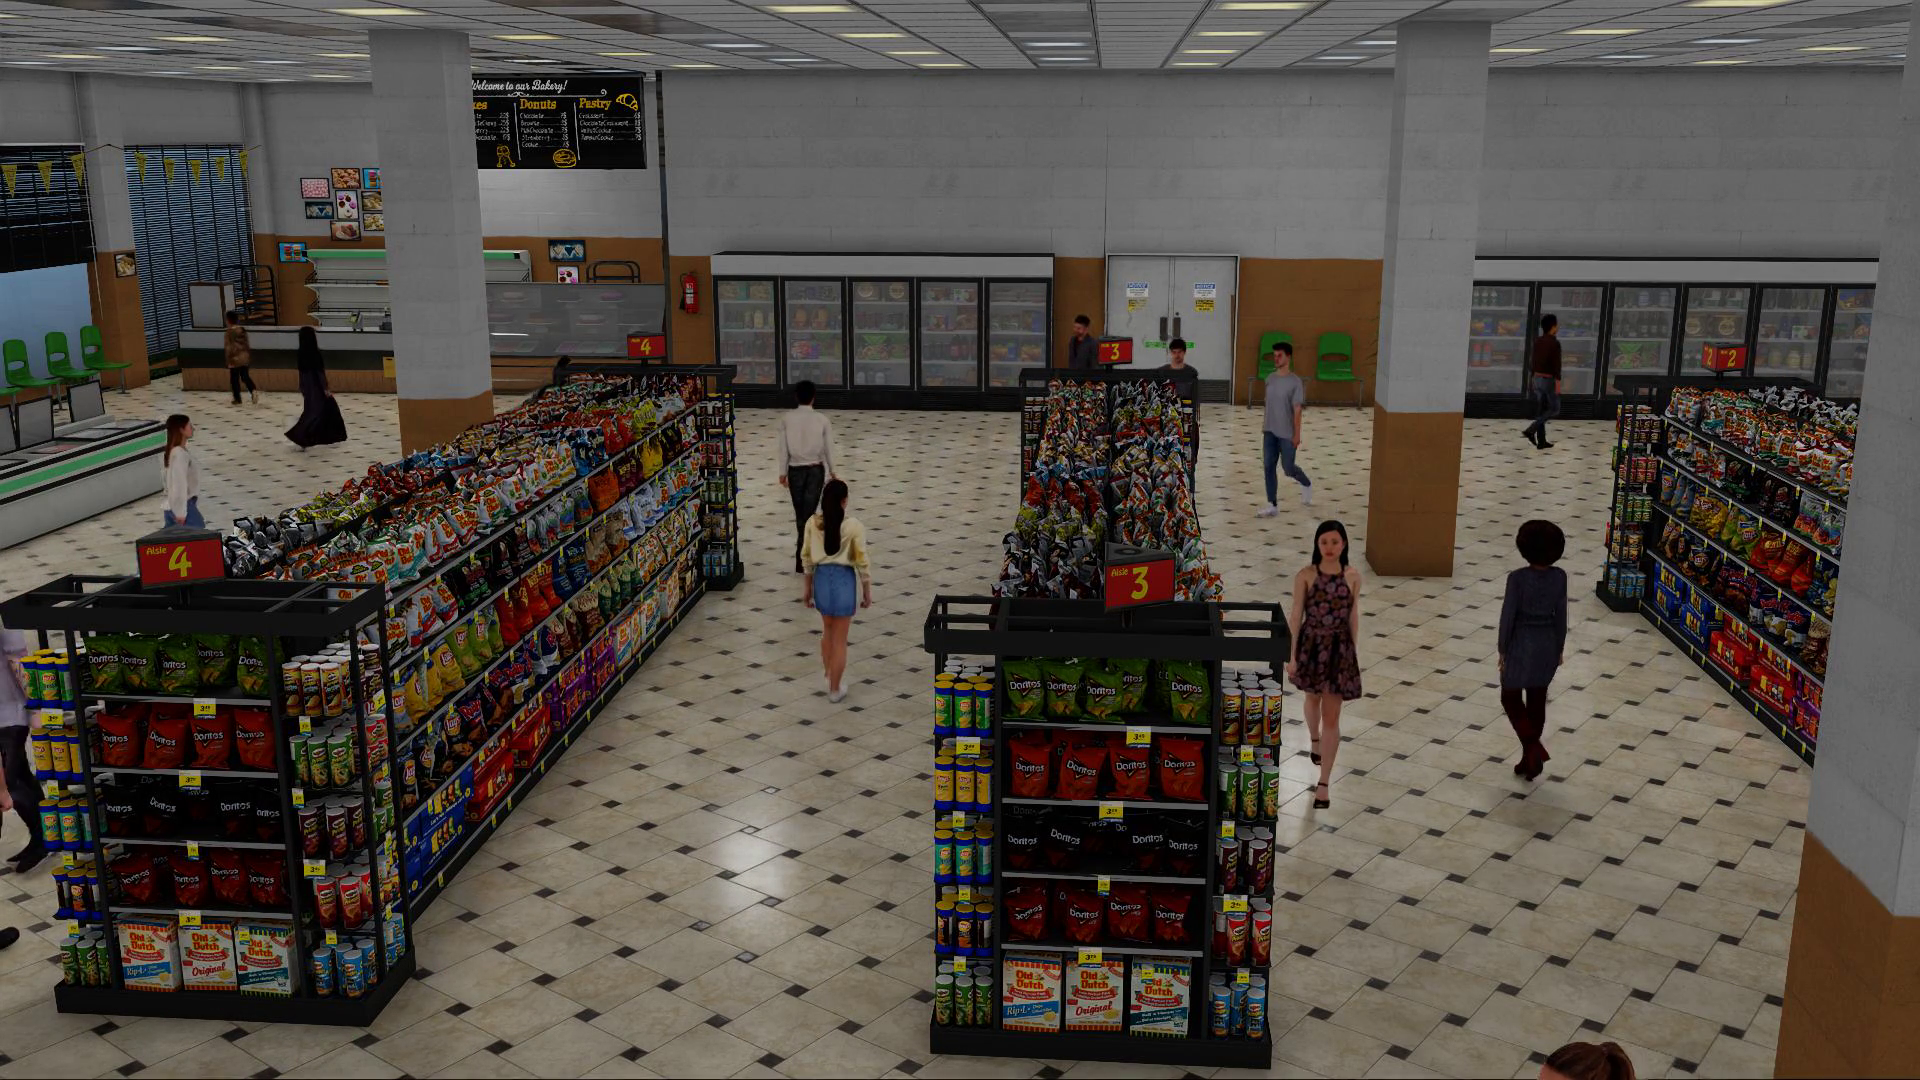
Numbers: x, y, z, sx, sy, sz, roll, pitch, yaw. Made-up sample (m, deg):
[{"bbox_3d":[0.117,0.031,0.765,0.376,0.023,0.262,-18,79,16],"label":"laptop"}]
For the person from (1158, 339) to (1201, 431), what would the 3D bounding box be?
[{"bbox_3d":[2.411,-1.339,18.689,0.789,1.827,0.824,-1,14,-6],"label":"person"}]

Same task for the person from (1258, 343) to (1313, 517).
[{"bbox_3d":[3.527,-1.184,17.961,1.113,1.868,1.041,-12,18,-41],"label":"person"}]

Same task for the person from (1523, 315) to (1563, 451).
[{"bbox_3d":[7.584,-2.041,21.701,0.908,1.772,0.875,-5,15,-20],"label":"person"}]

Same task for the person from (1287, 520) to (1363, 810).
[{"bbox_3d":[2.250,0.749,10.337,0.649,1.707,1.220,2,14,8],"label":"person"}]

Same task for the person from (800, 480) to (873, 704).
[{"bbox_3d":[-0.927,0.389,12.006,0.699,1.620,0.646,3,14,13],"label":"person"}]

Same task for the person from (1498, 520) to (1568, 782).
[{"bbox_3d":[3.612,0.737,10.397,0.655,1.700,0.875,-1,14,-2],"label":"person"}]

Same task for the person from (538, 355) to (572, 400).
[{"bbox_3d":[-4.087,-0.949,17.091,0.773,1.822,1.110,1,14,3],"label":"person"}]

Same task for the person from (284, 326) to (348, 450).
[{"bbox_3d":[-8.564,-1.994,21.890,1.020,1.592,1.148,13,19,42],"label":"person"}]

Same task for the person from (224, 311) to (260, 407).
[{"bbox_3d":[-10.940,-2.746,25.299,0.830,1.446,0.809,9,16,34],"label":"person"}]

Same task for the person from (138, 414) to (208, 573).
[{"bbox_3d":[-6.881,-0.241,14.512,1.082,1.662,1.111,-8,16,-31],"label":"person"}]

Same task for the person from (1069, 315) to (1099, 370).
[{"bbox_3d":[1.617,-1.972,21.270,0.991,1.841,0.923,-8,16,-30],"label":"person"}]

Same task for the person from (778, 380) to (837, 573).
[{"bbox_3d":[-1.455,-0.557,15.604,0.687,1.761,1.133,1,14,3],"label":"person"}]

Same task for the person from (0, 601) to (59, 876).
[{"bbox_3d":[-5.241,0.957,9.255,0.814,1.812,0.828,8,16,31],"label":"person"}]
